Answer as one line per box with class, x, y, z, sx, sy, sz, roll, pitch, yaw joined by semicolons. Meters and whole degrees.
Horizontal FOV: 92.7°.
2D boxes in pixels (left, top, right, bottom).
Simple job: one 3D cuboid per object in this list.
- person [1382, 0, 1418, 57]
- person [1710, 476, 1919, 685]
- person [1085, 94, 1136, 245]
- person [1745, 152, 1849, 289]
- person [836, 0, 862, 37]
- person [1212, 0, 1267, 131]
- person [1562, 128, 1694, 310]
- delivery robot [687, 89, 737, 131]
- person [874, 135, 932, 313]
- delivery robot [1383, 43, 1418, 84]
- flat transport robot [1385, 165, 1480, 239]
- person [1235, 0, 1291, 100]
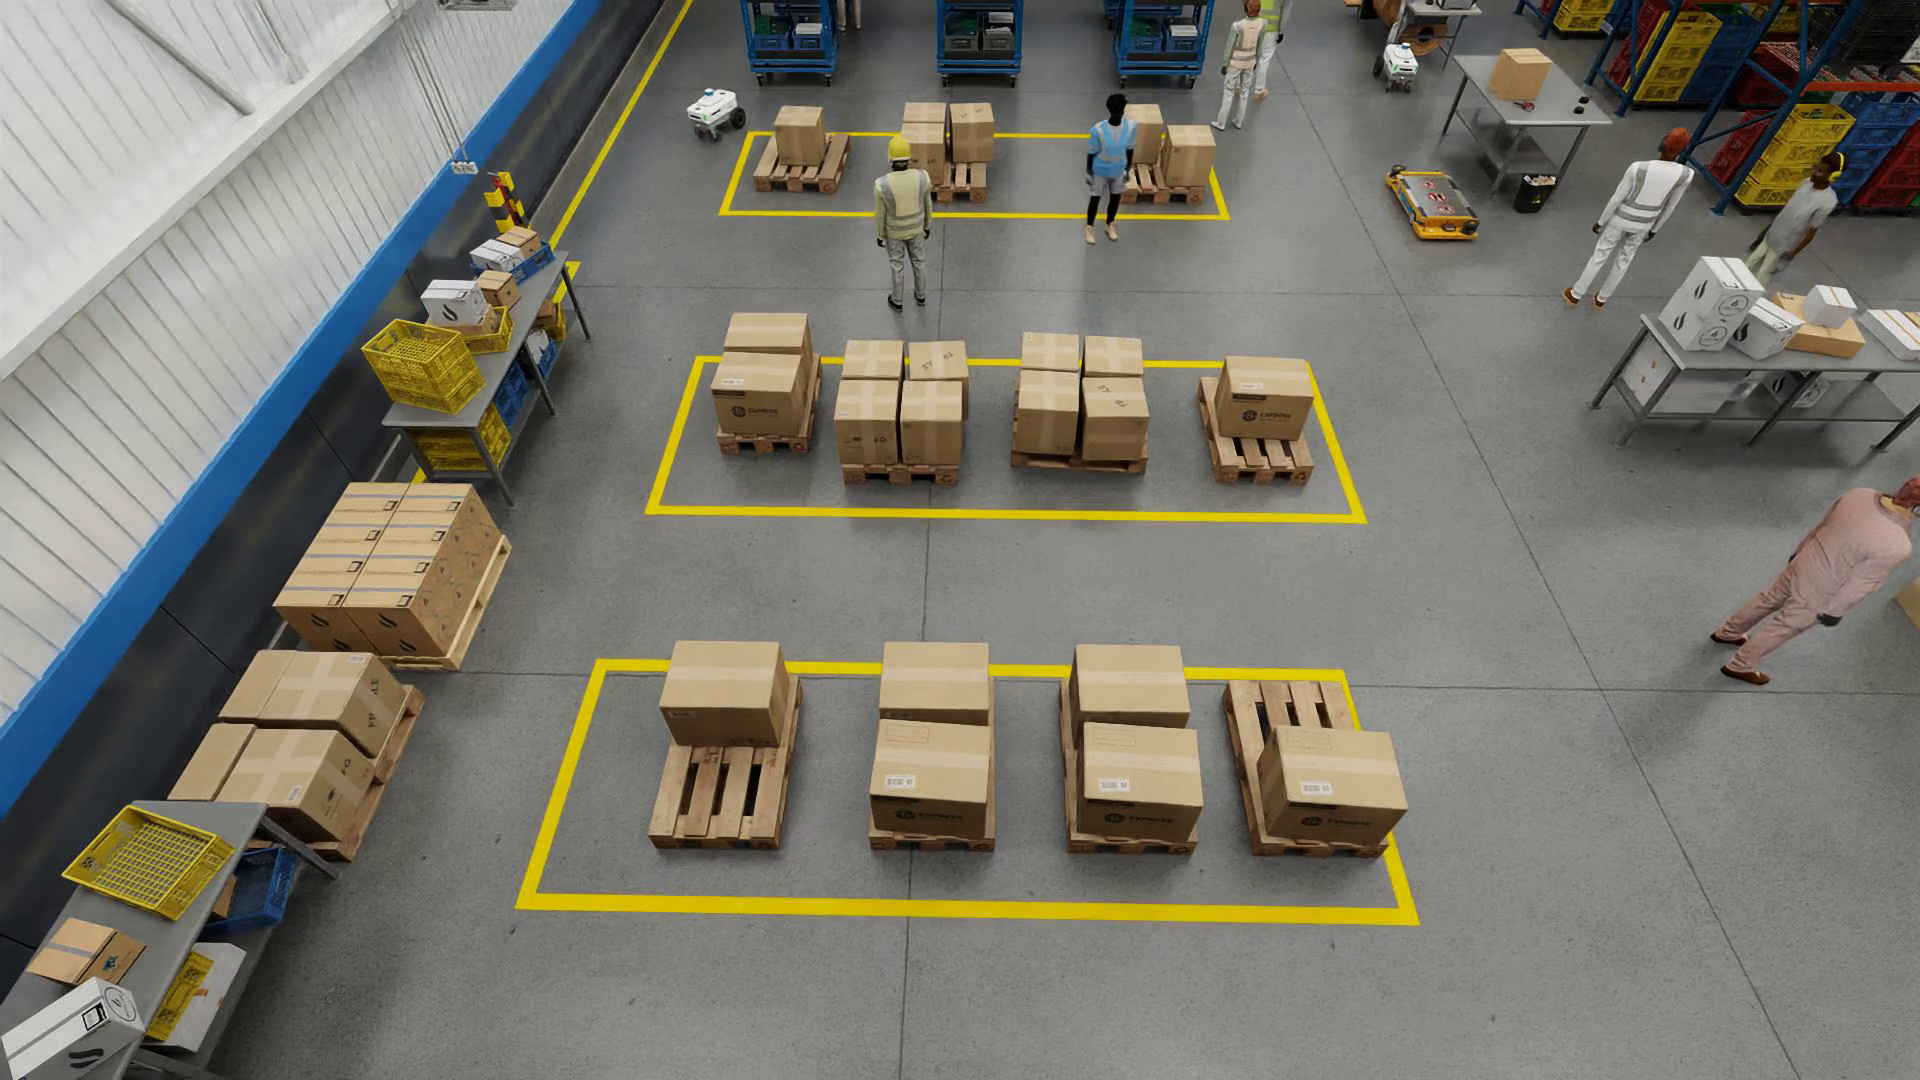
person;6.572;-7.892;13.262;0.380;1.930;0.630;22;53;18
person;5.876;0.263;6.223;0.400;1.900;0.648;12;50;10
person;1.629;-4.080;10.115;0.547;1.687;0.326;-10;50;-9
person;7.966;-2.872;8.955;0.310;1.864;0.534;3;49;2
person;-1.773;-8.841;14.045;0.624;1.984;0.413;-20;52;-16
person;3.678;-6.224;12.010;0.520;1.632;0.315;-11;50;-10
person;6.732;-3.187;9.213;0.574;1.887;0.356;13;50;11
delivery robot;-3.316;-5.778;12.270;0.477;0.478;0.707;23;53;18
person;-0.570;-3.149;9.215;0.597;1.832;0.404;-18;51;-15
delivery robot;6.372;-6.919;13.258;0.477;0.478;0.707;5;49;4
flat transport robot;5.692;-4.094;11.059;0.652;0.197;1.431;1;49;1
person;4.184;-7.057;12.592;0.627;1.843;0.429;31;56;24
